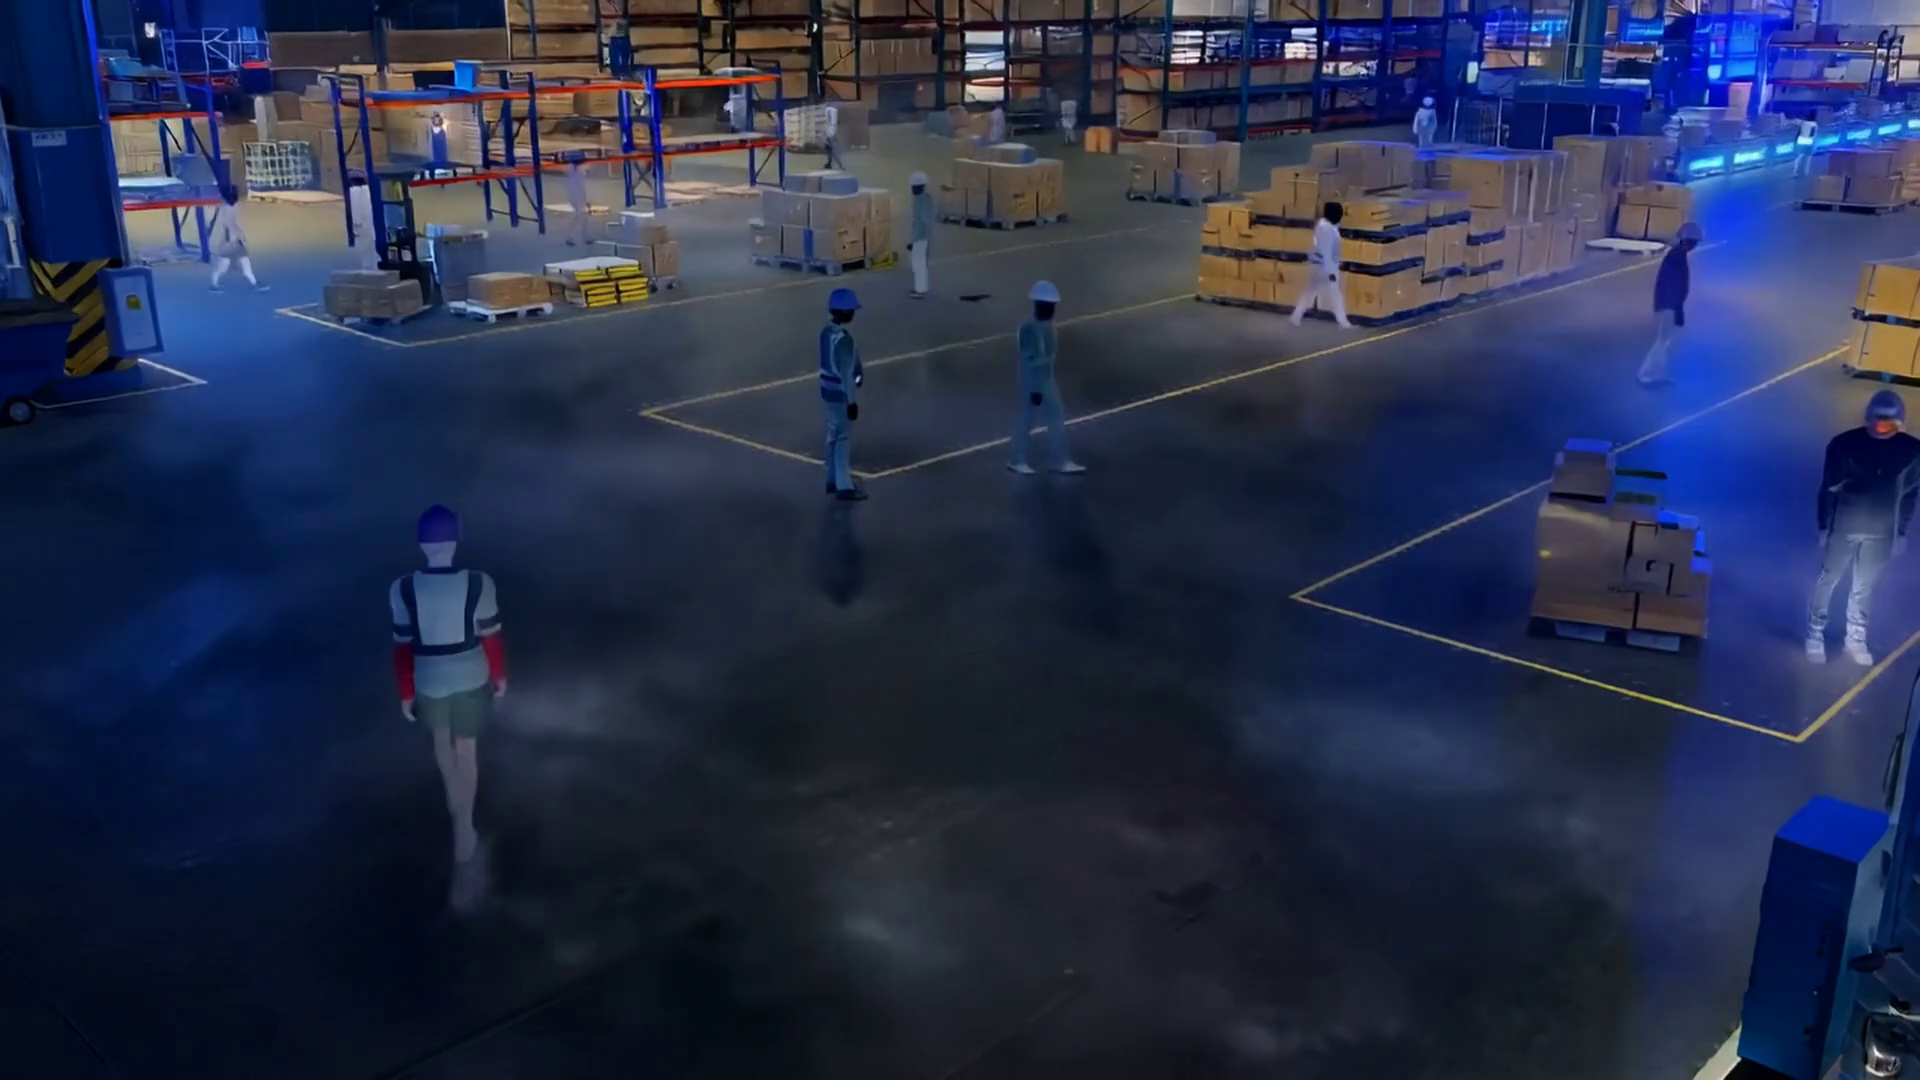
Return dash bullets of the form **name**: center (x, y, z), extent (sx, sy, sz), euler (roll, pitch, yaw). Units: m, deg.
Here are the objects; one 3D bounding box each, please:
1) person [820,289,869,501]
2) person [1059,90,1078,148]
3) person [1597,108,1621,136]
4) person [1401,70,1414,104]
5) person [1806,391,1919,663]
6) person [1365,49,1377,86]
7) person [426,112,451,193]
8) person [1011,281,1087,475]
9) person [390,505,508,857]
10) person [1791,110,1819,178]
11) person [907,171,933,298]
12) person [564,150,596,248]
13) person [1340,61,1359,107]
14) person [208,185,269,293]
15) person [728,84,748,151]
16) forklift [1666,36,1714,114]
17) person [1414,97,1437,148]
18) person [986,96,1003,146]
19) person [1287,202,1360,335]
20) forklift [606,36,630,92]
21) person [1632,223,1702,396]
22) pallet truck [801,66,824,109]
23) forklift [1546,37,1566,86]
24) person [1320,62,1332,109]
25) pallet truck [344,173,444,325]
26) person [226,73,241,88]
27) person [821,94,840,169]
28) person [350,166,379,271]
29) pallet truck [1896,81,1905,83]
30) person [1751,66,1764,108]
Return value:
- **person**: center (-1.077, -1.330, 15.245), extent (0.393, 1.946, 0.617), euler (-7, 20, -21)
- **person**: center (3.196, -12.457, 49.179), extent (0.554, 1.672, 0.601), euler (4, 19, 12)
- **person**: center (14.364, -8.651, 37.157), extent (0.709, 2.000, 0.915), euler (-12, 22, -33)
- **person**: center (16.492, -16.360, 60.977), extent (0.533, 1.670, 0.769), euler (-16, 24, -39)
- **person**: center (6.257, -0.088, 11.517), extent (0.629, 1.940, 0.379), euler (3, 19, 10)
- **person**: center (18.681, -21.328, 75.535), extent (0.589, 1.919, 0.560), euler (-13, 22, -35)
- **person**: center (-12.043, -8.973, 38.450), extent (0.513, 1.829, 0.483), euler (-9, 20, -25)
- **person**: center (0.851, -1.514, 15.887), extent (0.867, 1.893, 0.604), euler (11, 21, 30)
- **person**: center (-2.791, 0.713, 9.174), extent (0.564, 1.888, 0.963), euler (-4, 19, -12)
- **person**: center (21.080, -9.876, 41.467), extent (0.877, 1.652, 0.534), euler (-16, 24, -40)
- **person**: center (-0.612, -4.651, 25.297), extent (0.376, 1.924, 0.597), euler (3, 19, 8)
- **person**: center (-6.957, -6.201, 30.238), extent (0.639, 1.747, 0.538), euler (-10, 21, -27)
- **person**: center (15.514, -18.203, 66.197), extent (0.651, 1.879, 0.818), euler (-6, 19, -17)
- **person**: center (-11.267, -4.628, 25.646), extent (0.862, 1.653, 0.533), euler (-10, 21, -28)
- **person**: center (-6.418, -12.169, 47.917), extent (0.750, 1.943, 0.605), euler (13, 23, 35)
- **forklift**: center (27.341, -17.291, 61.877), extent (1.129, 2.768, 1.873), euler (17, 25, 41)
- **person**: center (12.377, -10.896, 44.306), extent (0.585, 1.800, 0.856), euler (-3, 19, -8)
- **person**: center (0.864, -10.518, 43.022), extent (0.636, 1.891, 0.612), euler (2, 18, 6)
- **person**: center (4.949, -3.677, 22.573), extent (0.976, 1.799, 0.621), euler (9, 20, 24)
- **forklift**: center (-12.713, -17.303, 61.914), extent (1.873, 2.768, 1.129), euler (-16, 24, -40)
- **person**: center (8.206, -2.681, 19.306), extent (0.599, 1.961, 0.848), euler (5, 19, 15)
- **pallet truck**: center (-4.812, -15.182, 56.903), extent (0.823, 1.965, 1.885), euler (-9, 21, -26)
- **forklift**: center (21.805, -16.886, 60.657), extent (1.873, 2.768, 1.129), euler (-6, 19, -17)
- **person**: center (13.543, -16.698, 61.569), extent (0.627, 1.937, 0.370), euler (-11, 21, -30)
- **pallet truck**: center (-8.209, -4.181, 23.757), extent (0.823, 1.965, 1.885), euler (3, 19, 9)
- **person**: center (-23.573, -14.208, 54.093), extent (0.591, 1.919, 0.392), euler (8, 20, 24)
- **person**: center (-3.359, -10.584, 43.175), extent (0.558, 1.918, 0.560), euler (13, 22, 34)
- **person**: center (-9.903, -5.341, 27.664), extent (0.328, 1.733, 0.521), euler (3, 19, 9)
- **pallet truck**: center (34.802, -16.331, 61.455), extent (0.653, 1.274, 1.630), euler (17, 25, 41)
- **person**: center (31.376, -17.810, 65.423), extent (0.388, 1.605, 0.525), euler (-8, 20, -23)
